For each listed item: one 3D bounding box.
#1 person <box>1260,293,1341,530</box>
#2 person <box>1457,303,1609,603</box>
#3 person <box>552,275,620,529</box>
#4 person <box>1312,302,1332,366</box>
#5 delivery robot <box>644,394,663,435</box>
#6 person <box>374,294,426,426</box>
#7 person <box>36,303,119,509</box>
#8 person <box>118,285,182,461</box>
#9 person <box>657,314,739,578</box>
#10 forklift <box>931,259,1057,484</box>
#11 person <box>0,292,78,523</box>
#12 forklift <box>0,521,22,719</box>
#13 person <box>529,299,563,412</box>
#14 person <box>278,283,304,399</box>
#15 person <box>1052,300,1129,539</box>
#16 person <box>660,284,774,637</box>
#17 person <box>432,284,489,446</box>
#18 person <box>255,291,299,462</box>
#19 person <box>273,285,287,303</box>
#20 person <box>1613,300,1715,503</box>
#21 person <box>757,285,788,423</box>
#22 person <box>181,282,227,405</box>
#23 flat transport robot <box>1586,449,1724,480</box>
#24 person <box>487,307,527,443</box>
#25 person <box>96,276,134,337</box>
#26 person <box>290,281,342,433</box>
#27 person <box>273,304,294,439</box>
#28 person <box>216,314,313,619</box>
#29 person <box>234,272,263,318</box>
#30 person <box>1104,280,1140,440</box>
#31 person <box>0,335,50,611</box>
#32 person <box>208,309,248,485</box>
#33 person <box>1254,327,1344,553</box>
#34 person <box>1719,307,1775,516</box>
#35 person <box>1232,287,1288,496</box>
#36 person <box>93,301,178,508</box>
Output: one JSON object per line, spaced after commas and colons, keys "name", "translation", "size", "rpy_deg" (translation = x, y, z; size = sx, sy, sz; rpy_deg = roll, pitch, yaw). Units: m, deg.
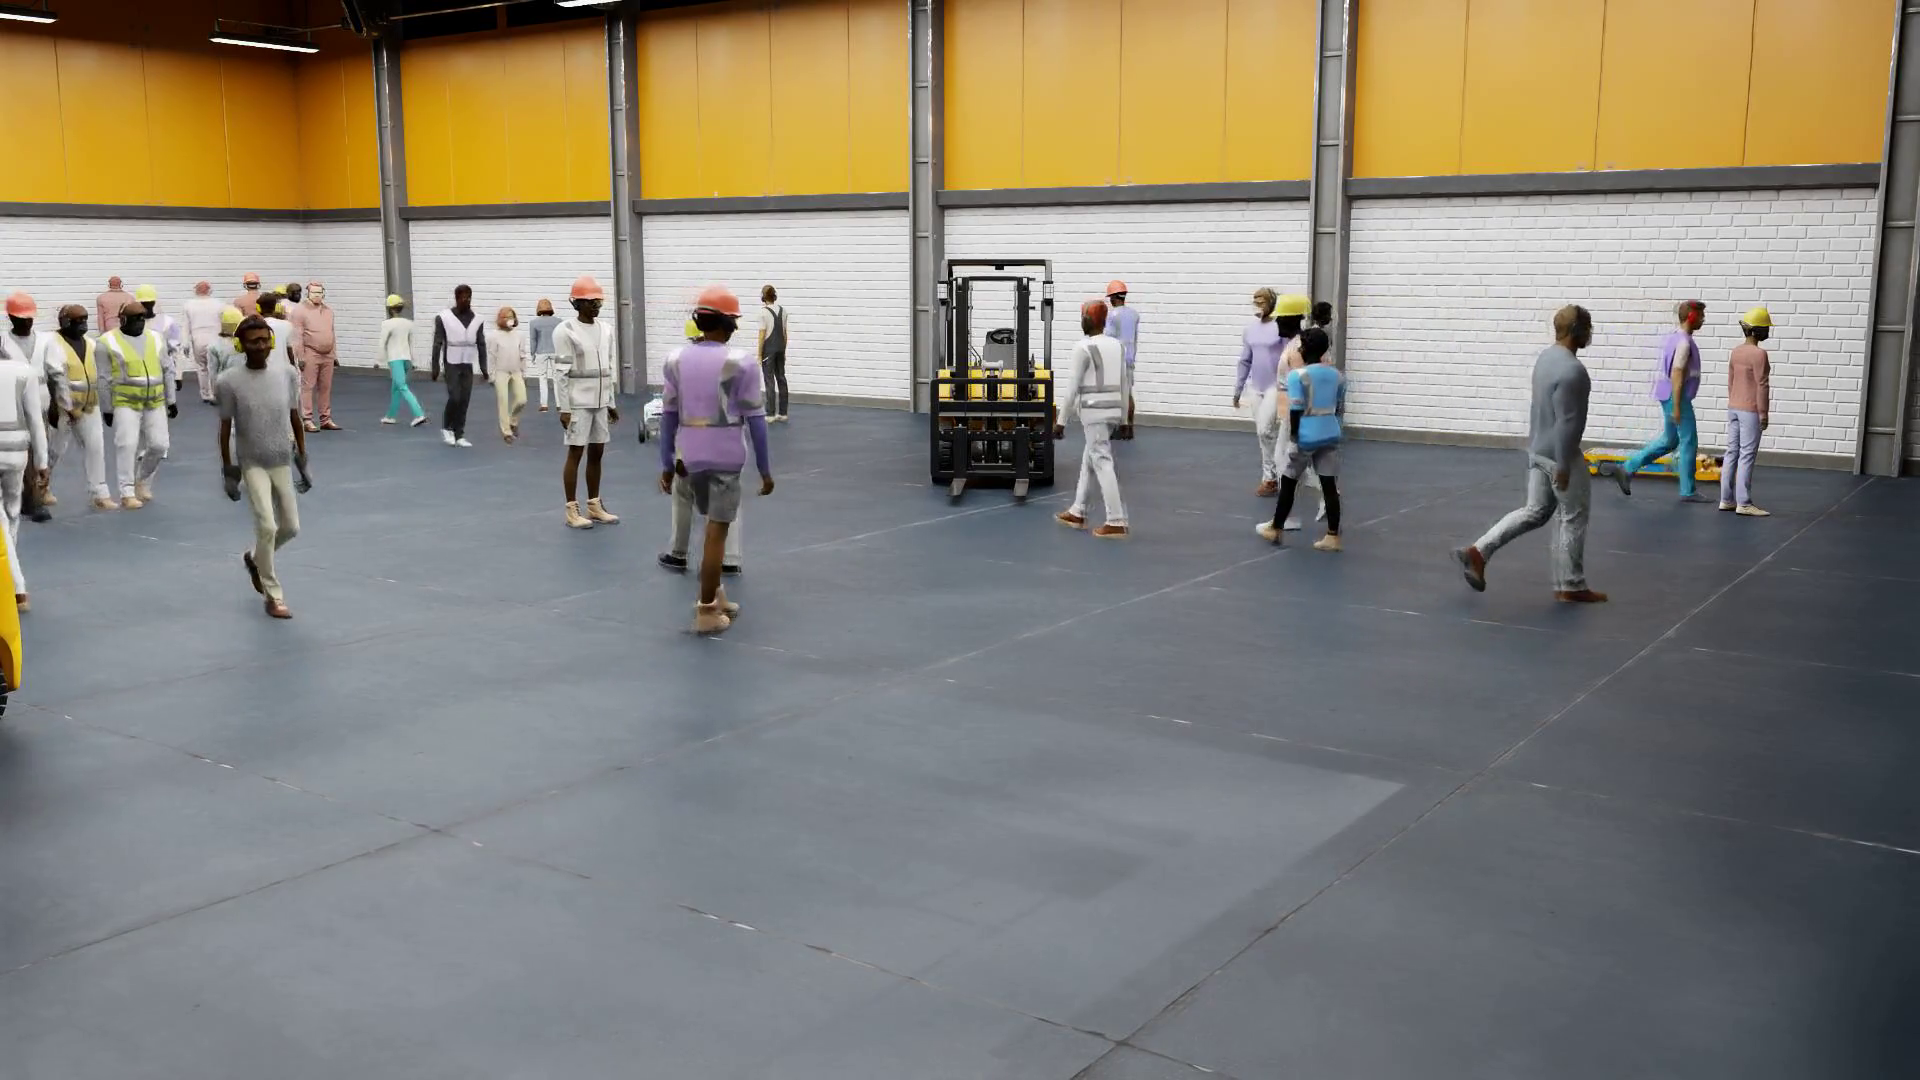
{"name": "person", "translation": [2.718, -1.012, 13.269], "size": [0.551, 1.909, 0.602], "rpy_deg": [2, 10, 14]}
{"name": "person", "translation": [3.659, -0.535, 10.484], "size": [0.856, 1.914, 0.625], "rpy_deg": [0, 10, 0]}
{"name": "person", "translation": [-3.000, -1.115, 13.499], "size": [0.397, 2.043, 0.610], "rpy_deg": [6, 11, 33]}
{"name": "person", "translation": [4.150, -1.918, 19.331], "size": [0.317, 1.693, 0.534], "rpy_deg": [2, 10, 11]}
{"name": "delivery robot", "translation": [-3.625, -1.511, 20.002], "size": [0.477, 0.478, 0.707], "rpy_deg": [-2, 10, -11]}
{"name": "person", "translation": [-7.344, -2.352, 21.805], "size": [0.886, 1.725, 0.534], "rpy_deg": [4, 10, 23]}
{"name": "person", "translation": [-7.820, -1.166, 14.546], "size": [0.921, 1.807, 0.629], "rpy_deg": [4, 10, 25]}
{"name": "person", "translation": [-8.722, -1.788, 17.928], "size": [0.619, 1.892, 0.857], "rpy_deg": [-4, 10, -20]}
{"name": "person", "translation": [-1.804, -0.652, 11.455], "size": [0.619, 1.798, 0.817], "rpy_deg": [-9, 13, -43]}
{"name": "forklift", "translation": [0.370, -1.738, 16.759], "size": [1.214, 2.155, 2.313], "rpy_deg": [1, 10, 3]}
{"name": "person", "translation": [-7.720, -1.104, 13.859], "size": [0.847, 1.889, 0.575], "rpy_deg": [7, 12, 36]}
{"name": "forklift", "translation": [-5.296, -0.090, 6.943], "size": [1.214, 2.155, 2.313], "rpy_deg": [7, 12, 35]}
{"name": "person", "translation": [-5.922, -2.648, 23.894], "size": [0.499, 1.623, 0.309], "rpy_deg": [-4, 10, -21]}
{"name": "person", "translation": [-10.437, -3.121, 26.094], "size": [0.586, 1.824, 0.629], "rpy_deg": [5, 11, 26]}
{"name": "person", "translation": [0.983, -0.951, 13.074], "size": [0.892, 1.846, 0.595], "rpy_deg": [8, 12, 39]}
{"name": "person", "translation": [-1.369, -0.472, 9.713], "size": [0.632, 2.018, 0.738], "rpy_deg": [5, 11, 26]}
{"name": "person", "translation": [-5.819, -2.021, 19.341], "size": [0.463, 1.893, 0.630], "rpy_deg": [8, 13, 41]}
{"name": "person", "translation": [-7.385, -1.756, 17.961], "size": [0.523, 1.837, 0.855], "rpy_deg": [-8, 13, -41]}
{"name": "person", "translation": [-11.369, -3.390, 27.904], "size": [0.521, 1.758, 0.349], "rpy_deg": [2, 10, 14]}
{"name": "person", "translation": [6.379, -1.247, 14.960], "size": [0.788, 1.824, 0.564], "rpy_deg": [3, 10, 17]}
{"name": "person", "translation": [-2.526, -2.492, 22.300], "size": [0.351, 1.842, 0.507], "rpy_deg": [9, 13, 42]}
{"name": "person", "translation": [-11.375, -2.965, 25.101], "size": [0.629, 1.858, 0.971], "rpy_deg": [-3, 10, -16]}
{"name": "flat transport robot", "translation": [6.900, -0.775, 16.736], "size": [1.431, 0.197, 0.652], "rpy_deg": [6, 11, 30]}
{"name": "person", "translation": [-5.387, -1.961, 19.800], "size": [0.513, 1.626, 0.383], "rpy_deg": [-8, 12, -40]}
{"name": "person", "translation": [-14.486, -3.586, 28.650], "size": [0.641, 1.903, 0.402], "rpy_deg": [-5, 11, -29]}
{"name": "person", "translation": [-8.139, -2.321, 21.098], "size": [0.400, 1.905, 0.643], "rpy_deg": [5, 11, 28]}
{"name": "person", "translation": [-8.251, -2.036, 20.179], "size": [0.514, 1.642, 0.310], "rpy_deg": [8, 12, 39]}
{"name": "person", "translation": [-4.281, -0.460, 10.202], "size": [0.673, 1.837, 0.528], "rpy_deg": [8, 13, 41]}
{"name": "person", "translation": [-10.711, -3.074, 25.314], "size": [0.616, 1.990, 0.393], "rpy_deg": [-7, 12, -38]}
{"name": "person", "translation": [1.909, -2.170, 20.110], "size": [0.543, 1.933, 0.369], "rpy_deg": [-8, 13, -40]}
{"name": "person", "translation": [-6.085, -0.491, 10.413], "size": [1.002, 1.827, 0.605], "rpy_deg": [9, 13, 44]}
{"name": "person", "translation": [-7.064, -1.407, 16.269], "size": [0.488, 1.689, 0.912], "rpy_deg": [-5, 11, -25]}
{"name": "person", "translation": [2.581, -0.756, 12.485], "size": [0.543, 1.660, 0.794], "rpy_deg": [-5, 11, -28]}
{"name": "person", "translation": [6.727, -1.091, 14.177], "size": [0.308, 1.769, 0.525], "rpy_deg": [-1, 10, -5]}
{"name": "person", "translation": [2.781, -1.354, 15.275], "size": [0.632, 1.917, 0.660], "rpy_deg": [-7, 12, -35]}
{"name": "person", "translation": [-7.273, -1.193, 14.659], "size": [0.534, 1.816, 0.635], "rpy_deg": [7, 12, 37]}
